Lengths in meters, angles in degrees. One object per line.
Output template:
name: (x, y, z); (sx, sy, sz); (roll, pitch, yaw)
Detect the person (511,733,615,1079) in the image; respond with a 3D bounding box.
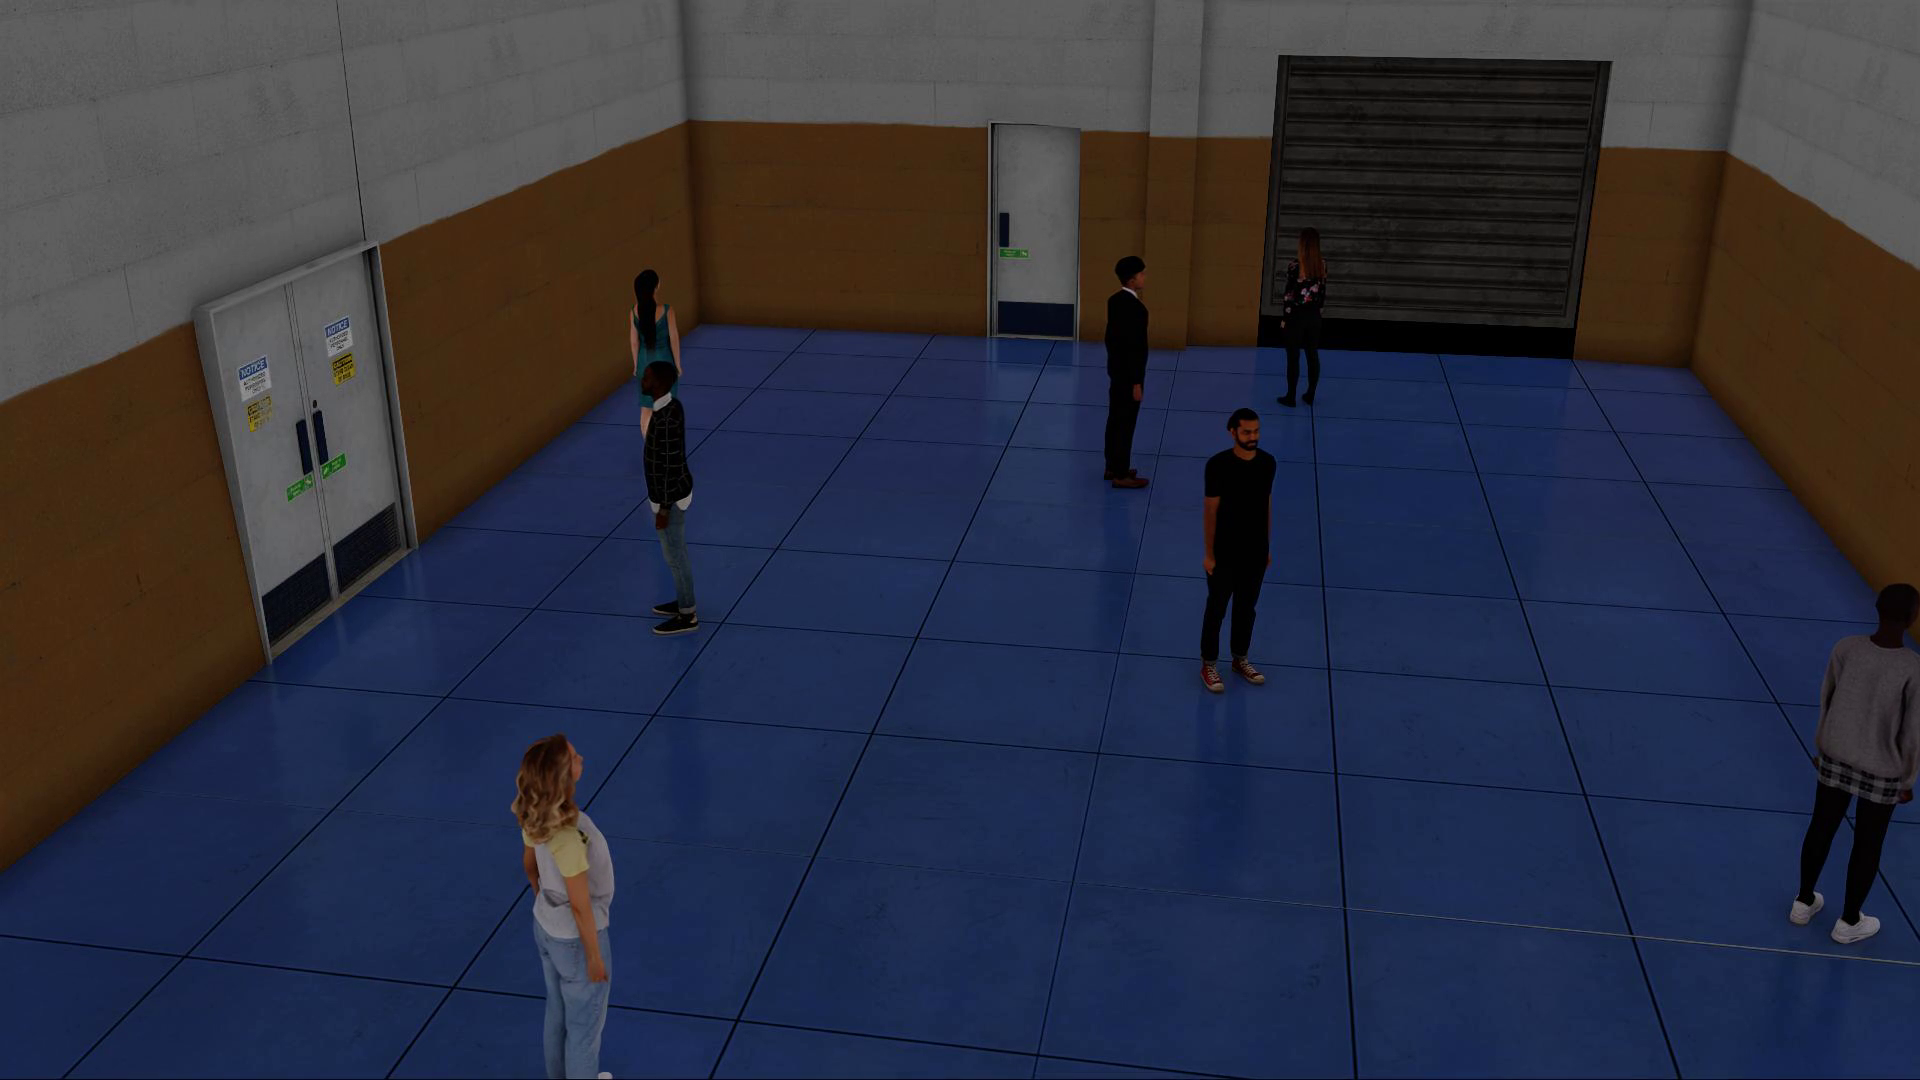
person: (-1.510, 1.527, 6.422); (0.768, 1.723, 0.694); (-16, 27, -35)

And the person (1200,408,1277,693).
person: (1.676, 0.044, 10.084); (0.693, 1.759, 0.787); (-9, 24, -22)

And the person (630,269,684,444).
person: (-2.529, -1.419, 13.822); (0.445, 1.686, 0.639); (1, 22, 3)

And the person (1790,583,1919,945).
person: (4.146, 1.015, 7.651); (0.748, 1.771, 0.677); (-16, 27, -35)

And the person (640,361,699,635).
person: (-1.878, -0.291, 10.835); (0.669, 1.821, 0.721); (-3, 22, -7)

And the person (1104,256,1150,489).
person: (1.322, -1.359, 13.408); (0.712, 1.883, 0.770); (-5, 22, -12)

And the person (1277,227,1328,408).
person: (3.196, -2.071, 15.451); (0.598, 1.683, 0.709); (-7, 23, -18)
